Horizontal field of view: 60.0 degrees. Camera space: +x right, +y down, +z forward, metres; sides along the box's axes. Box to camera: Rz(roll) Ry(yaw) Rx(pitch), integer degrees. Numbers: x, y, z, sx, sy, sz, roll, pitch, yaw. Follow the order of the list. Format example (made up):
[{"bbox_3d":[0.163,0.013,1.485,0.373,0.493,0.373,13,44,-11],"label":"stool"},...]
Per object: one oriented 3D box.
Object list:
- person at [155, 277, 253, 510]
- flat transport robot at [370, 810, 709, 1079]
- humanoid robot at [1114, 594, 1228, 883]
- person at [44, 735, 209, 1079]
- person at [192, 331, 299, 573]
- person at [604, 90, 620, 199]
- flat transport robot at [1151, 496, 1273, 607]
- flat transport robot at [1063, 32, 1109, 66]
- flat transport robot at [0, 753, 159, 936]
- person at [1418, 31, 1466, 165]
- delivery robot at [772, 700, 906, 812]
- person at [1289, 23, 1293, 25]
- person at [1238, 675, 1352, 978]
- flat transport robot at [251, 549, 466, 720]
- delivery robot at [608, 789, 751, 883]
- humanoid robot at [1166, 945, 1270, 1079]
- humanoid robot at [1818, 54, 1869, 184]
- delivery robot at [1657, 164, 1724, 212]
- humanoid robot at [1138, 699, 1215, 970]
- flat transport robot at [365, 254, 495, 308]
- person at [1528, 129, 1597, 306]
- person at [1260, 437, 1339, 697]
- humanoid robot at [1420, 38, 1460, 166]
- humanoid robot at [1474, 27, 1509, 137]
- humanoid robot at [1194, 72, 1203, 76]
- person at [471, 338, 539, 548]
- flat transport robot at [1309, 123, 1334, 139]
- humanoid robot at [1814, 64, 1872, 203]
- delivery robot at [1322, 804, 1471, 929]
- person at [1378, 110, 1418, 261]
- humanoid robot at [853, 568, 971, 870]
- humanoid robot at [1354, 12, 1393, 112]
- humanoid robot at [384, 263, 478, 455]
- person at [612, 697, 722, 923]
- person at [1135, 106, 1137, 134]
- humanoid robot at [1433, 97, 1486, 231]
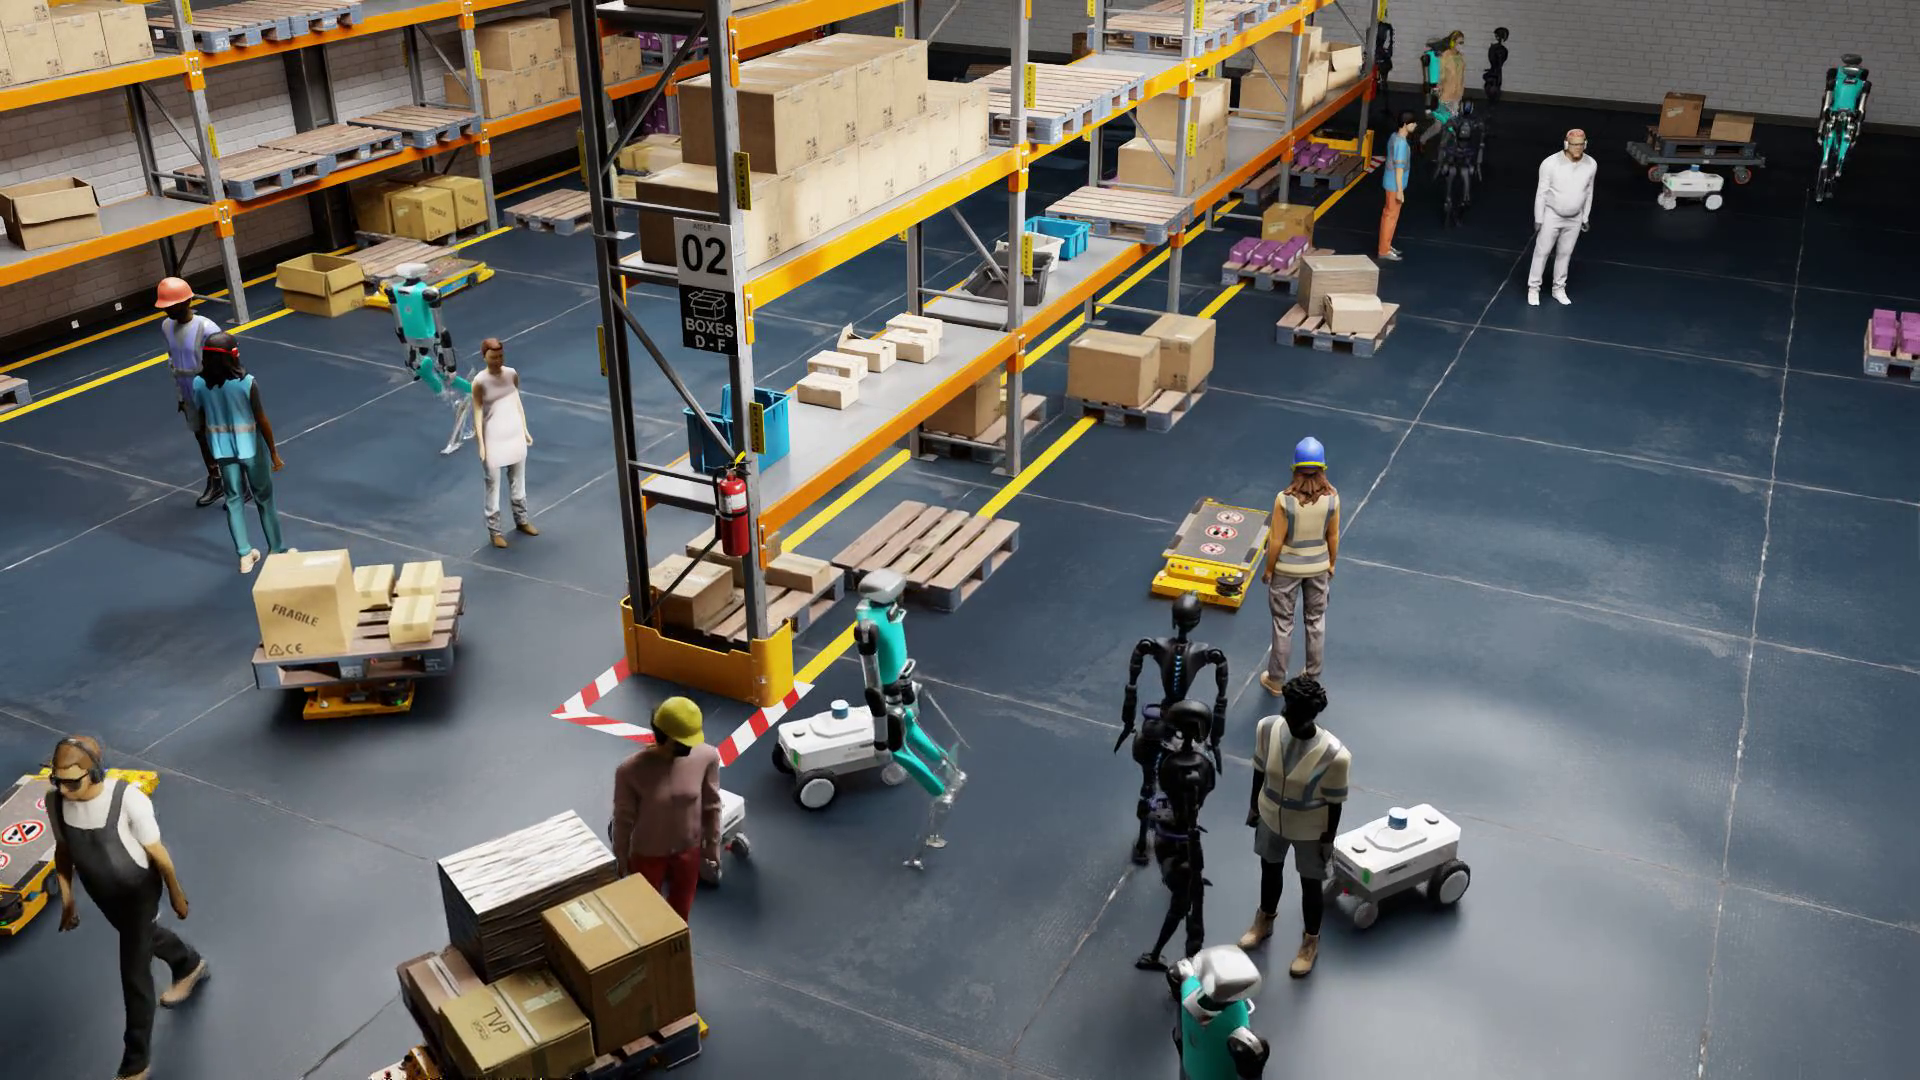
[{"bbox_3d":[-6.058,-1.162,13.258,0.540,1.931,0.382,9,28,18],"label":"person"},{"bbox_3d":[-1.986,2.417,7.896,1.431,0.231,0.659,-18,32,-32],"label":"flat transport robot"},{"bbox_3d":[1.133,1.080,9.030,0.595,1.641,0.453,5,27,10],"label":"humanoid robot"},{"bbox_3d":[-3.905,1.635,7.763,0.525,1.795,0.967,5,27,10],"label":"person"},{"bbox_3d":[-5.296,-0.629,12.247,0.541,1.864,0.370,0,26,0],"label":"person"},{"bbox_3d":[-4.548,-5.079,21.264,0.393,1.841,0.562,-2,26,-5],"label":"person"},{"bbox_3d":[1.966,0.073,12.630,0.659,0.231,1.431,10,28,19],"label":"flat transport robot"},{"bbox_3d":[2.467,-7.829,28.593,1.431,0.231,0.659,21,33,36],"label":"flat transport robot"},{"bbox_3d":[-5.216,1.688,9.369,0.659,0.231,1.431,3,26,6],"label":"flat transport robot"},{"bbox_3d":[6.937,-6.320,23.745,0.571,1.861,0.595,-13,29,-24],"label":"person"},{"bbox_3d":[-0.706,1.232,9.954,0.758,0.583,0.499,-10,28,-20],"label":"delivery robot"},{"bbox_3d":[5.647,-8.634,28.375,0.858,1.894,0.562,16,30,29],"label":"person"},{"bbox_3d":[1.671,1.411,8.328,0.534,1.693,0.320,21,33,36],"label":"person"},{"bbox_3d":[-3.987,0.754,11.255,0.659,0.231,1.431,-4,27,-9],"label":"flat transport robot"},{"bbox_3d":[-1.579,1.542,9.352,0.781,0.605,0.499,15,30,28],"label":"delivery robot"},{"bbox_3d":[1.242,2.268,6.619,0.926,1.824,0.558,-13,29,-25],"label":"humanoid robot"},{"bbox_3d":[11.929,-5.611,22.464,0.534,1.779,0.858,1,26,3],"label":"humanoid robot"},{"bbox_3d":[9.586,-4.610,21.759,0.773,0.586,0.499,2,26,4],"label":"delivery robot"},{"bbox_3d":[1.138,1.488,8.198,0.444,1.652,0.584,-1,26,-2],"label":"humanoid robot"},{"bbox_3d":[-5.912,-2.877,18.590,0.659,0.231,1.431,10,28,19],"label":"flat transport robot"},{"bbox_3d":[6.505,-3.475,17.952,0.635,1.910,0.408,-2,26,-5],"label":"person"},{"bbox_3d":[2.185,0.178,10.716,0.473,1.775,0.322,-3,27,-7],"label":"person"},{"bbox_3d":[6.901,-6.137,23.628,0.798,1.869,0.548,21,33,36],"label":"humanoid robot"},{"bbox_3d":[8.039,-6.933,25.199,0.421,1.649,0.608,2,26,4],"label":"humanoid robot"},{"bbox_3d":[3.354,-6.219,23.847,0.836,1.614,0.616,-21,33,-36],"label":"humanoid robot"},{"bbox_3d":[-3.504,-0.761,12.747,0.271,1.656,0.458,23,34,38],"label":"person"},{"bbox_3d":[4.858,-6.070,25.038,1.431,0.231,0.659,10,28,19],"label":"flat transport robot"},{"bbox_3d":[11.507,-5.263,21.770,0.537,1.773,0.881,11,28,21],"label":"humanoid robot"},{"bbox_3d":[2.353,1.716,8.992,0.787,0.596,0.499,-14,30,-26],"label":"delivery robot"},{"bbox_3d":[5.128,-4.159,19.504,0.339,1.759,0.499,3,26,6],"label":"person"},{"bbox_3d":[-0.204,1.010,9.084,0.702,1.775,0.533,7,27,14],"label":"humanoid robot"},{"bbox_3d":[6.789,-7.781,26.955,0.607,1.629,0.765,-13,29,-24],"label":"humanoid robot"},{"bbox_3d":[-4.428,-1.549,14.362,0.552,1.883,0.802,11,28,21],"label":"humanoid robot"},{"bbox_3d":[-1.425,1.487,8.130,0.548,1.733,0.483,-12,29,-24],"label":"person"},{"bbox_3d":[2.860,-6.984,25.152,0.549,1.807,0.647,-4,27,-7],"label":"person"},{"bbox_3d":[6.174,-4.646,20.575,0.594,1.644,0.351,3,27,7],"label":"humanoid robot"}]
